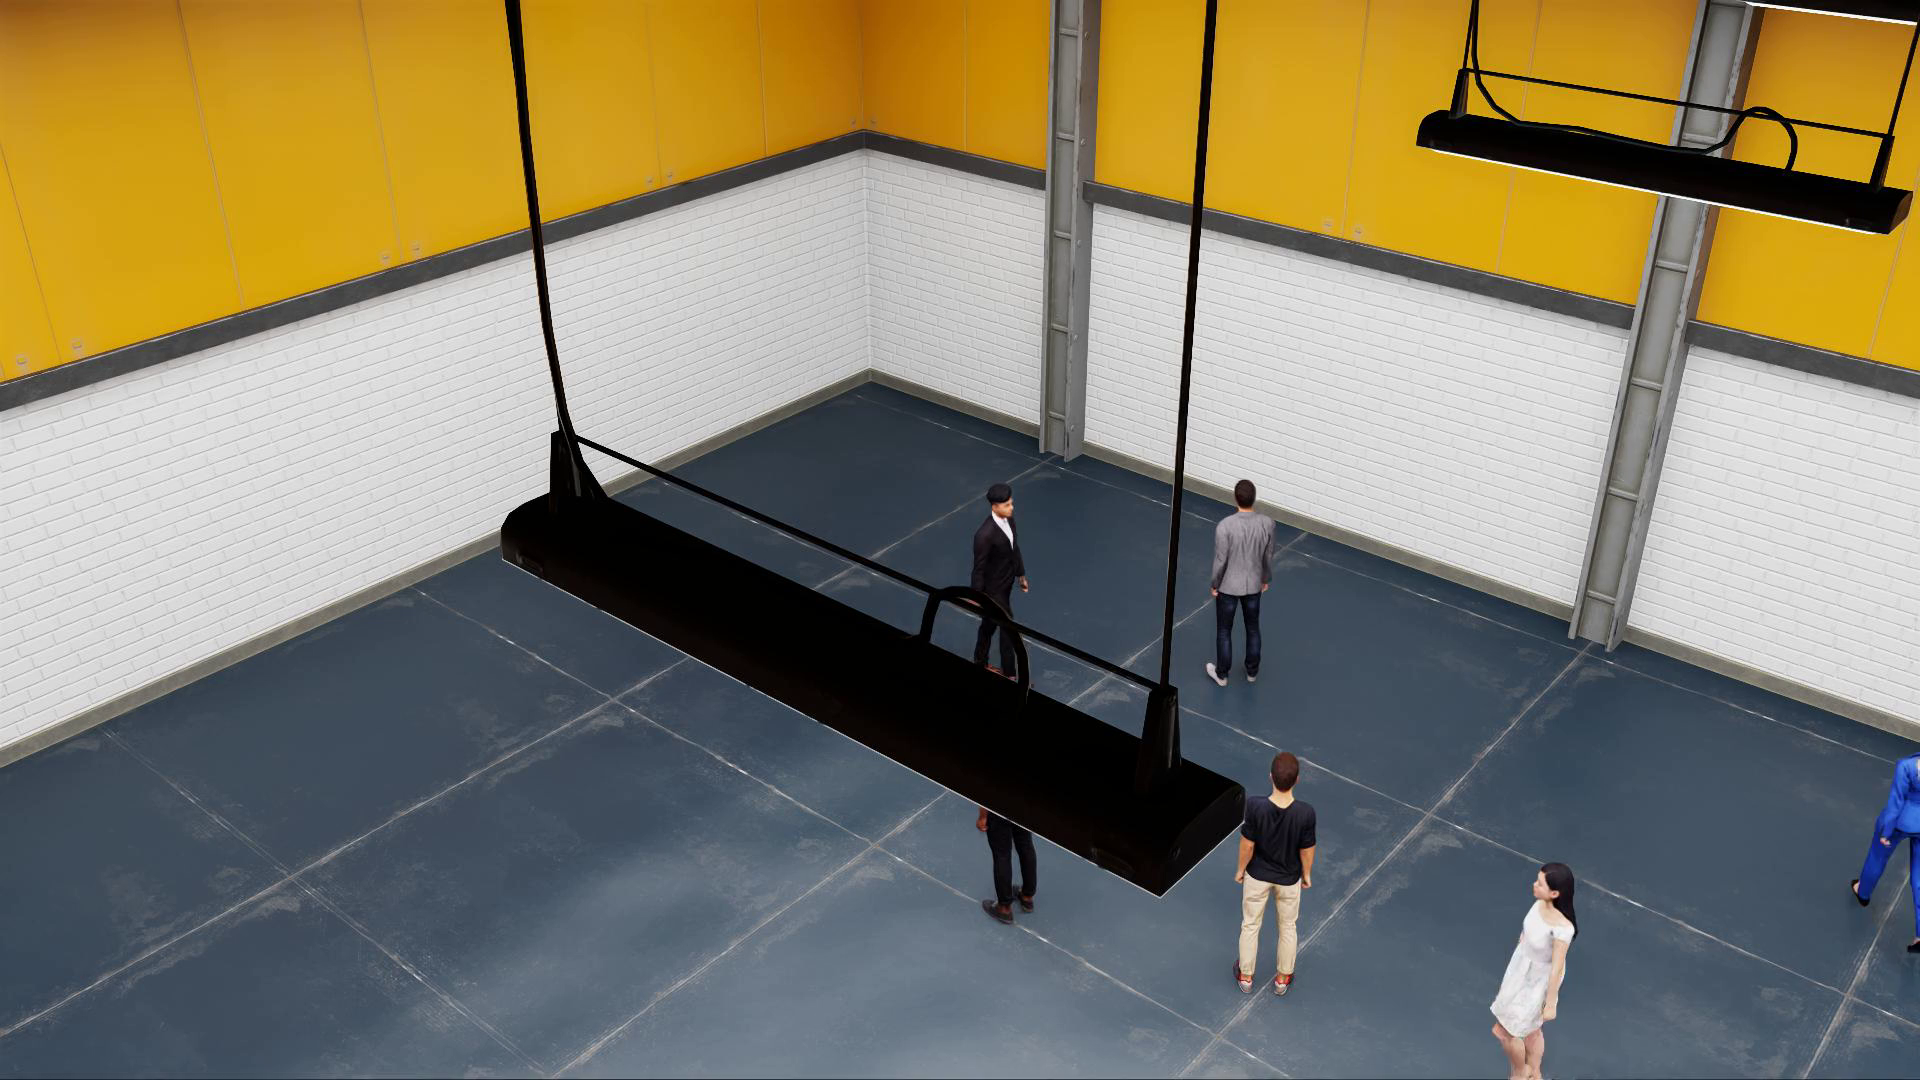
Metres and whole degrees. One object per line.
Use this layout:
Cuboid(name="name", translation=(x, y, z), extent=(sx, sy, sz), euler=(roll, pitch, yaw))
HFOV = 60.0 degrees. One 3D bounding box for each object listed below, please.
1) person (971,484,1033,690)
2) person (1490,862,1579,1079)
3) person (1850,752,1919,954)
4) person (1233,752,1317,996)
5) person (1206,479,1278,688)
Cuboid(name="person", translation=(0.224, 0.345, 13.973), extent=(0.943, 1.860, 0.828), euler=(12, 31, 21))
Cuboid(name="person", translation=(3.505, 2.648, 9.855), extent=(0.844, 1.761, 0.788), euler=(1, 29, 3))
Cuboid(name="person", translation=(6.432, 1.994, 11.148), extent=(1.144, 1.670, 1.106), euler=(3, 29, 5))
Cuboid(name="person", translation=(2.014, 2.149, 10.670), extent=(0.652, 1.856, 0.766), euler=(3, 29, 6))
Cuboid(name="person", translation=(2.347, 0.363, 13.929), extent=(0.774, 1.871, 0.807), euler=(-5, 29, -10))
